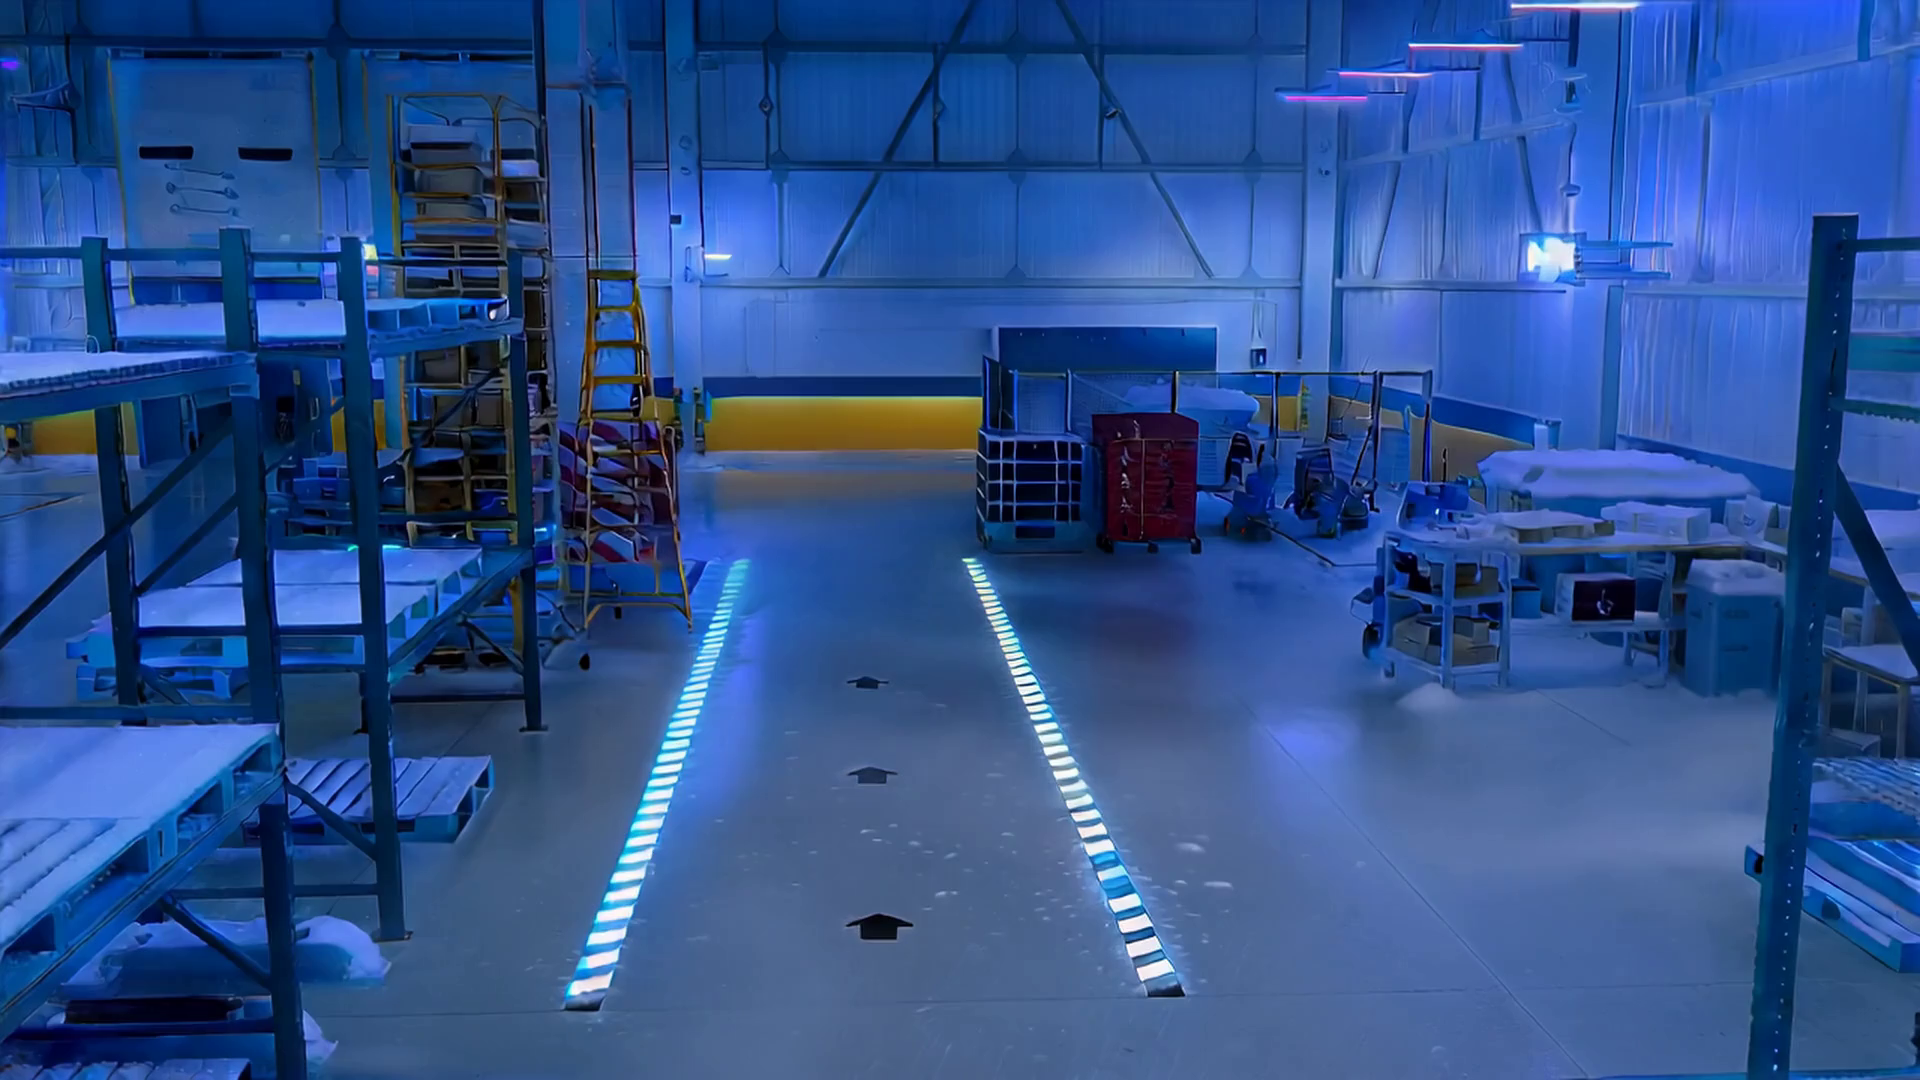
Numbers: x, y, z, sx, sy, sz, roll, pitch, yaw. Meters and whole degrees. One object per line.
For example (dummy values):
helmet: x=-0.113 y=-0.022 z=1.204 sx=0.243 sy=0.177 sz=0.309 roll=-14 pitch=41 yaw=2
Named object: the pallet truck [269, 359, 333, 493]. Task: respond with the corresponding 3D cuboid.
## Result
pallet truck: x=-7.062 y=-1.131 z=18.996 sx=1.885 sy=1.965 sz=0.823 roll=2 pitch=9 yaw=13
